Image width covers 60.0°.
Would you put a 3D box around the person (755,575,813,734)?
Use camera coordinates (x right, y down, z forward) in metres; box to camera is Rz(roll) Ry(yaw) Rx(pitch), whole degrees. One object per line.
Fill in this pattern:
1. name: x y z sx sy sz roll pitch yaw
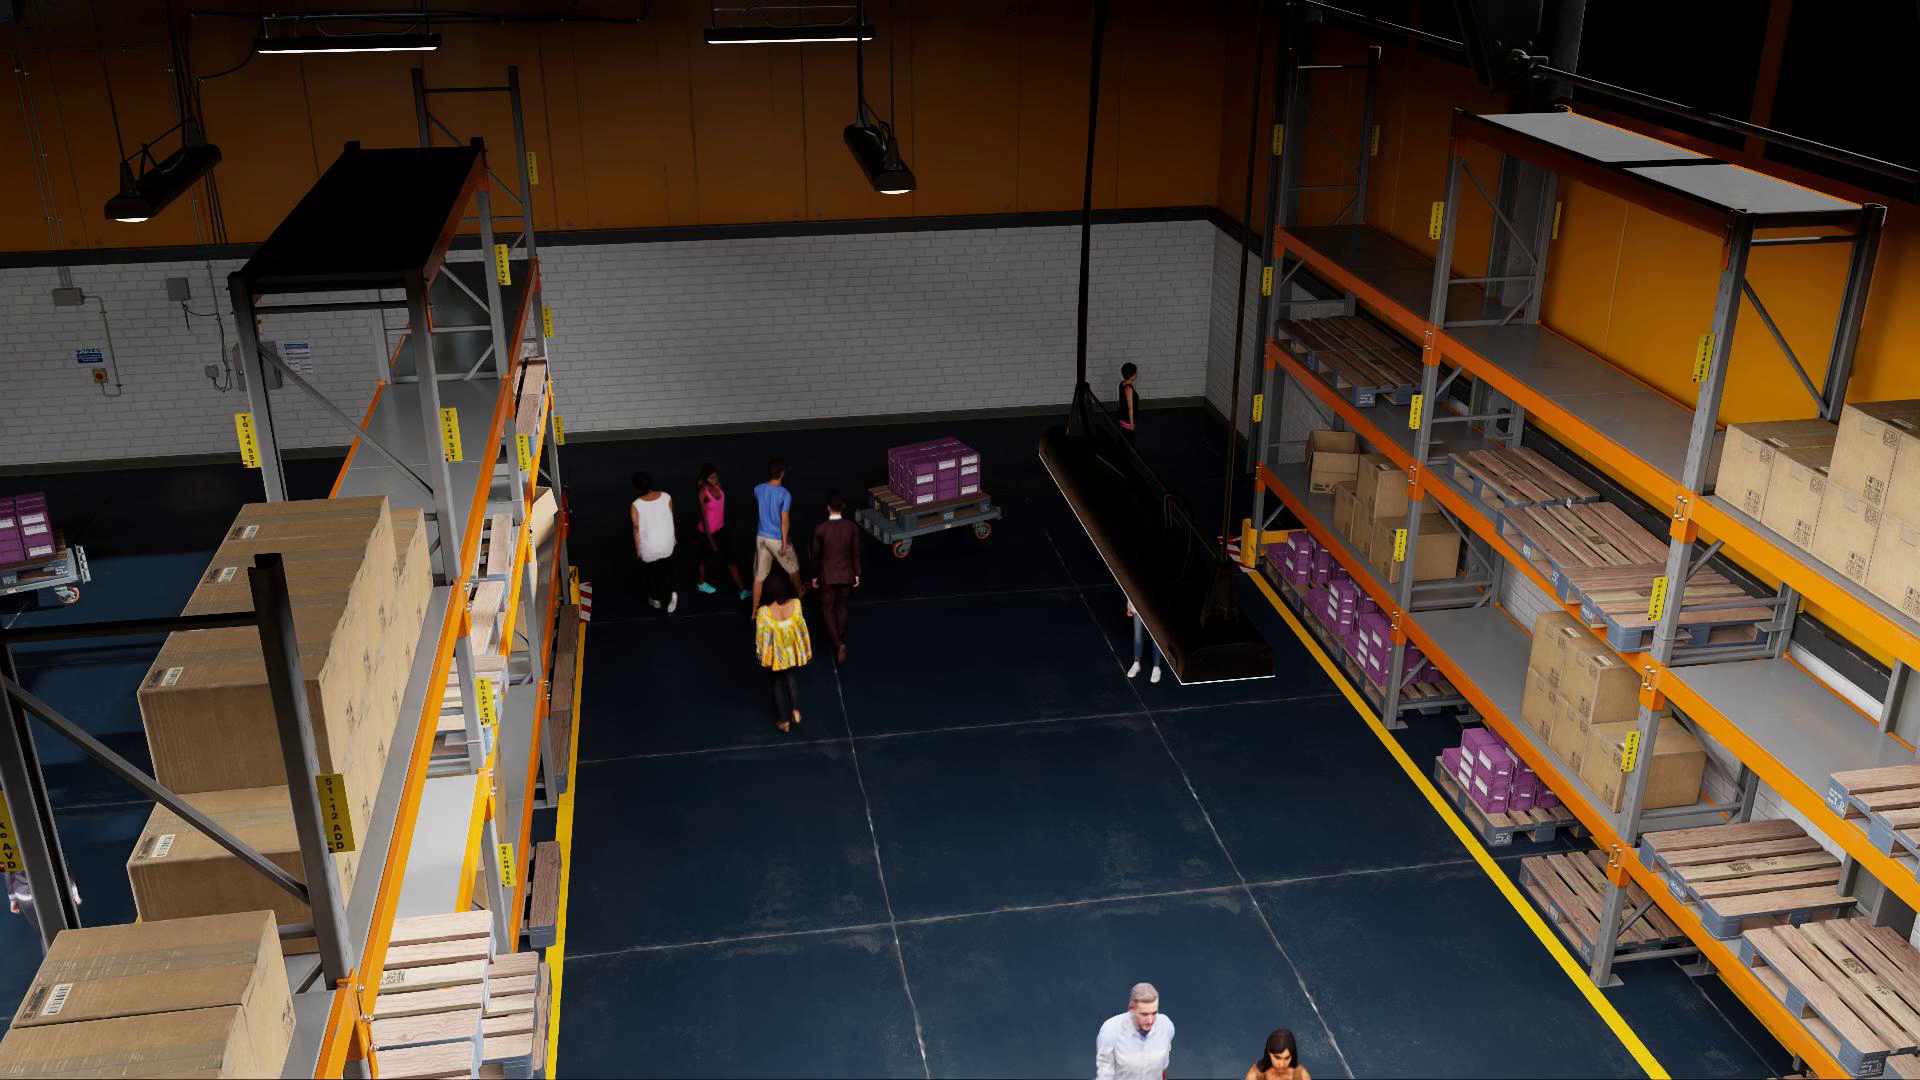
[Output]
1. person: -1.686 1.133 16.051 0.814 1.640 0.850 -13 27 -27

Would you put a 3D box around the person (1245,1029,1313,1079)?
1. person: 1.915 3.648 10.251 0.597 1.676 0.625 -2 24 -4

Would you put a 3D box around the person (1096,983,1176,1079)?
1. person: 1.033 3.477 10.504 0.683 1.787 1.153 -4 24 -10

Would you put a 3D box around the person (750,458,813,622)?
1. person: -2.116 0.037 18.346 1.105 1.809 1.317 9 25 20

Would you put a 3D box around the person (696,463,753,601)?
1. person: -2.877 -0.100 18.830 1.123 1.672 1.026 16 28 32

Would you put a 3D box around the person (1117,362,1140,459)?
1. person: 2.260 -1.659 22.548 0.604 1.552 0.437 -5 24 -11

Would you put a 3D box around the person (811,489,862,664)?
1. person: -1.286 0.401 17.472 0.751 1.843 1.090 -6 24 -14

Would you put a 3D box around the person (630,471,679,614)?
1. person: -3.389 0.057 18.488 0.874 1.659 1.027 -13 27 -27
